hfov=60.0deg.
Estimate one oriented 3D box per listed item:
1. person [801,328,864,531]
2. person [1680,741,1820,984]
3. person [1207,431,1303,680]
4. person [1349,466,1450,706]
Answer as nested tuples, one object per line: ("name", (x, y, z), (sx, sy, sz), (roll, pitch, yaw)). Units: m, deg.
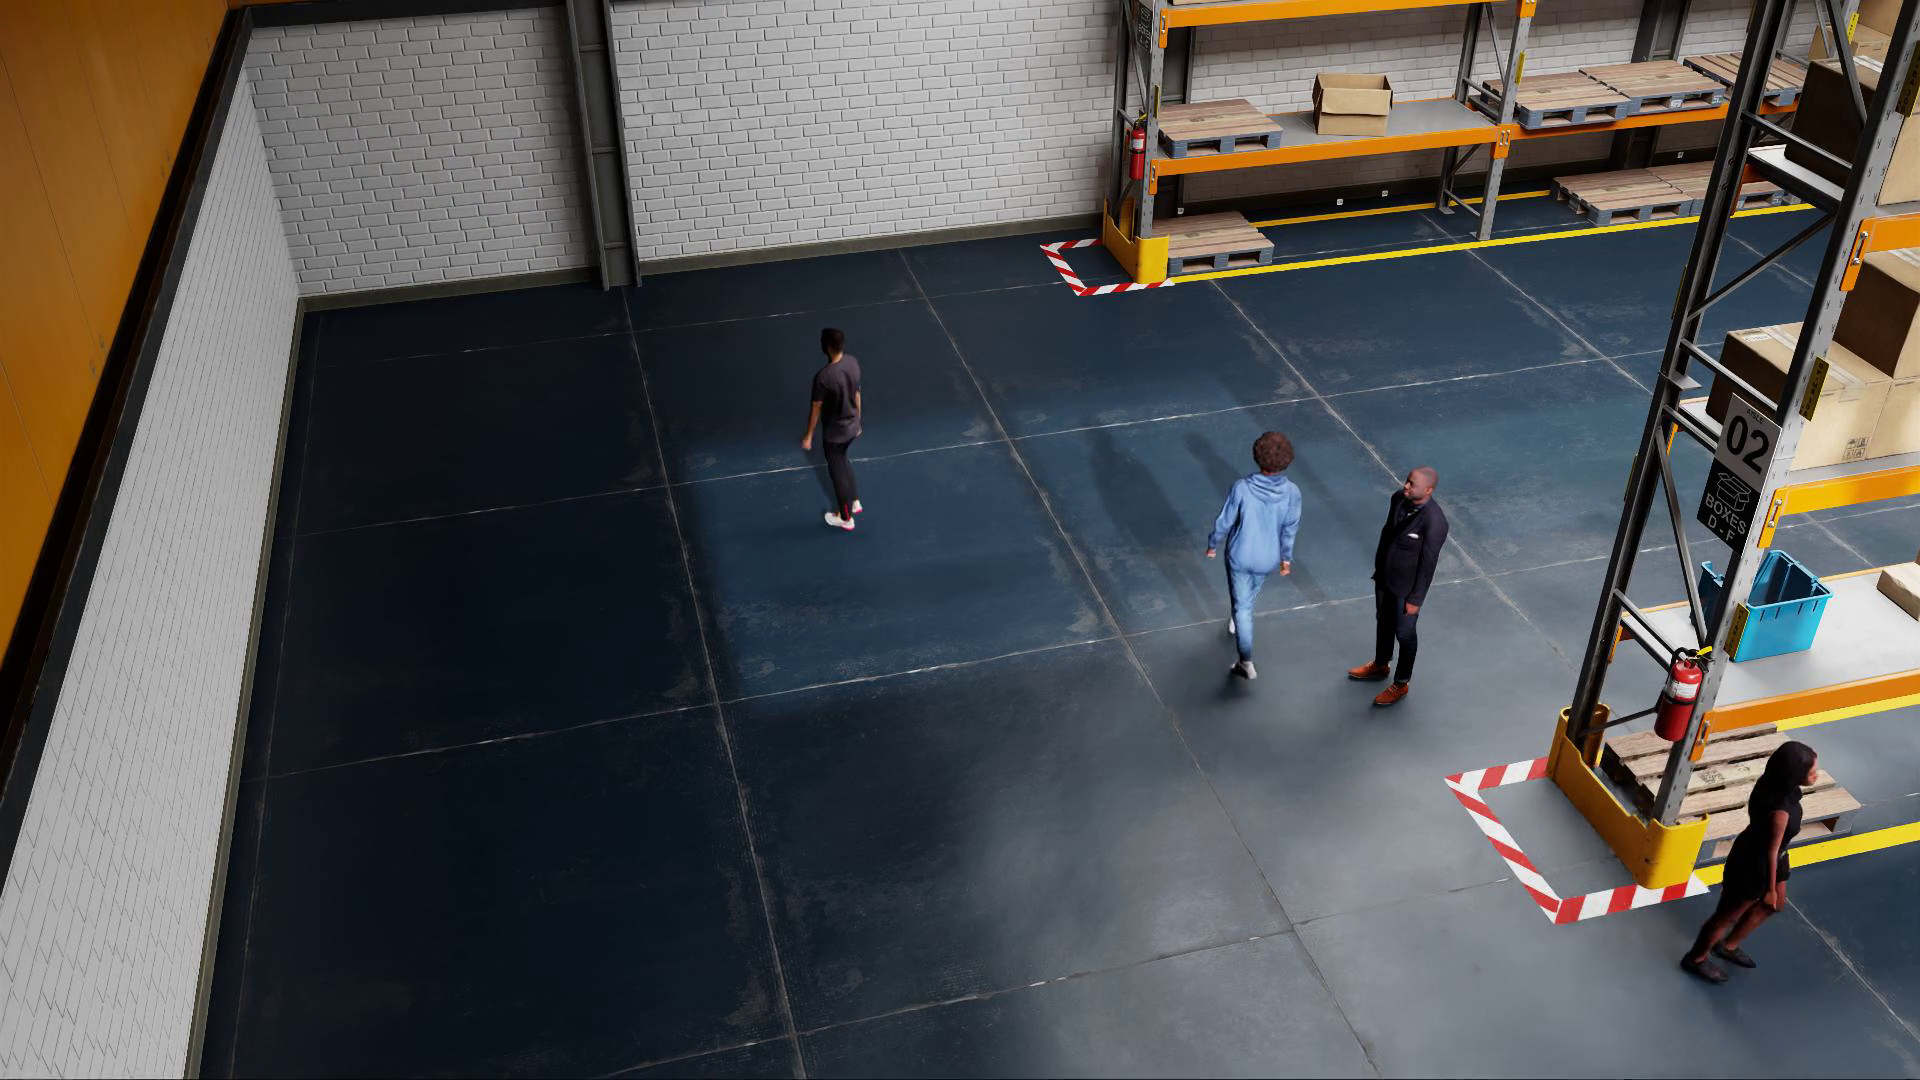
("person", (-0.891, -0.828, 13.027), (0.821, 1.753, 0.750), (21, 39, 28))
("person", (4.277, 1.766, 9.150), (0.813, 1.724, 0.755), (16, 37, 23))
("person", (2.055, 0.146, 11.549), (1.192, 1.766, 1.034), (-1, 34, -2))
("person", (3.016, 0.279, 11.302), (0.624, 1.818, 0.712), (-12, 35, -17))
